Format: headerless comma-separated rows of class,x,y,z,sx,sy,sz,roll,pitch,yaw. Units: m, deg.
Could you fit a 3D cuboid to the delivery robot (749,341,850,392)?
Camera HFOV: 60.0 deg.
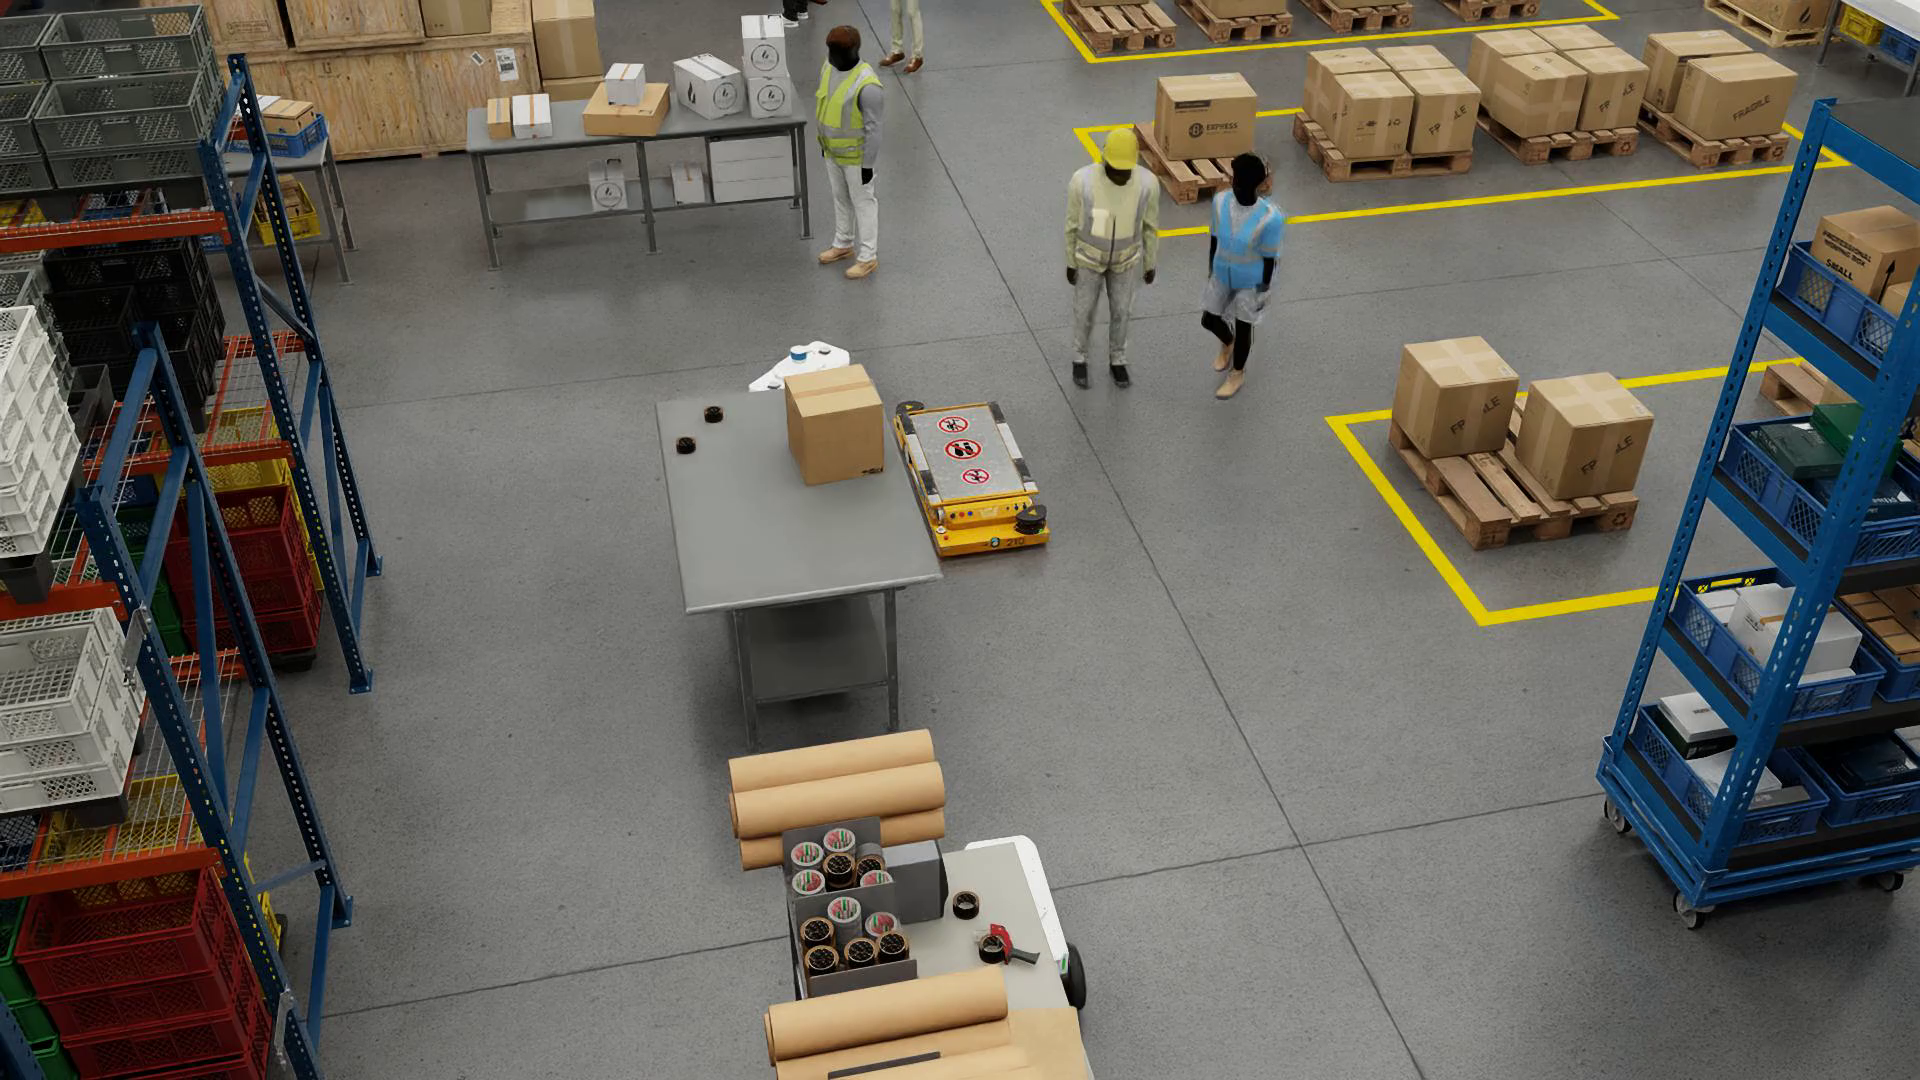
delivery robot,-1.011,-1.003,10.567,0.477,0.478,0.707,22,42,27

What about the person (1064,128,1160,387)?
person,0.975,-1.807,10.680,0.616,1.807,0.441,-2,37,-3

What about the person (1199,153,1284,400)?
person,1.786,-1.682,10.618,0.537,1.684,0.382,26,44,30

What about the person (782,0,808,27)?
person,-1.701,-5.998,16.223,0.374,1.917,0.597,14,39,18

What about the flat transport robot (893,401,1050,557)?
flat transport robot,0.046,-0.430,10.108,0.652,0.197,1.431,-8,37,-10

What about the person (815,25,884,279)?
person,-0.810,-2.798,11.986,0.429,1.843,0.626,-26,44,-30

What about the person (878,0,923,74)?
person,-0.532,-5.236,15.242,0.533,1.865,0.311,23,43,28

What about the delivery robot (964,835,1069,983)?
delivery robot,0.224,1.590,7.082,0.477,0.478,0.707,-7,37,-9
